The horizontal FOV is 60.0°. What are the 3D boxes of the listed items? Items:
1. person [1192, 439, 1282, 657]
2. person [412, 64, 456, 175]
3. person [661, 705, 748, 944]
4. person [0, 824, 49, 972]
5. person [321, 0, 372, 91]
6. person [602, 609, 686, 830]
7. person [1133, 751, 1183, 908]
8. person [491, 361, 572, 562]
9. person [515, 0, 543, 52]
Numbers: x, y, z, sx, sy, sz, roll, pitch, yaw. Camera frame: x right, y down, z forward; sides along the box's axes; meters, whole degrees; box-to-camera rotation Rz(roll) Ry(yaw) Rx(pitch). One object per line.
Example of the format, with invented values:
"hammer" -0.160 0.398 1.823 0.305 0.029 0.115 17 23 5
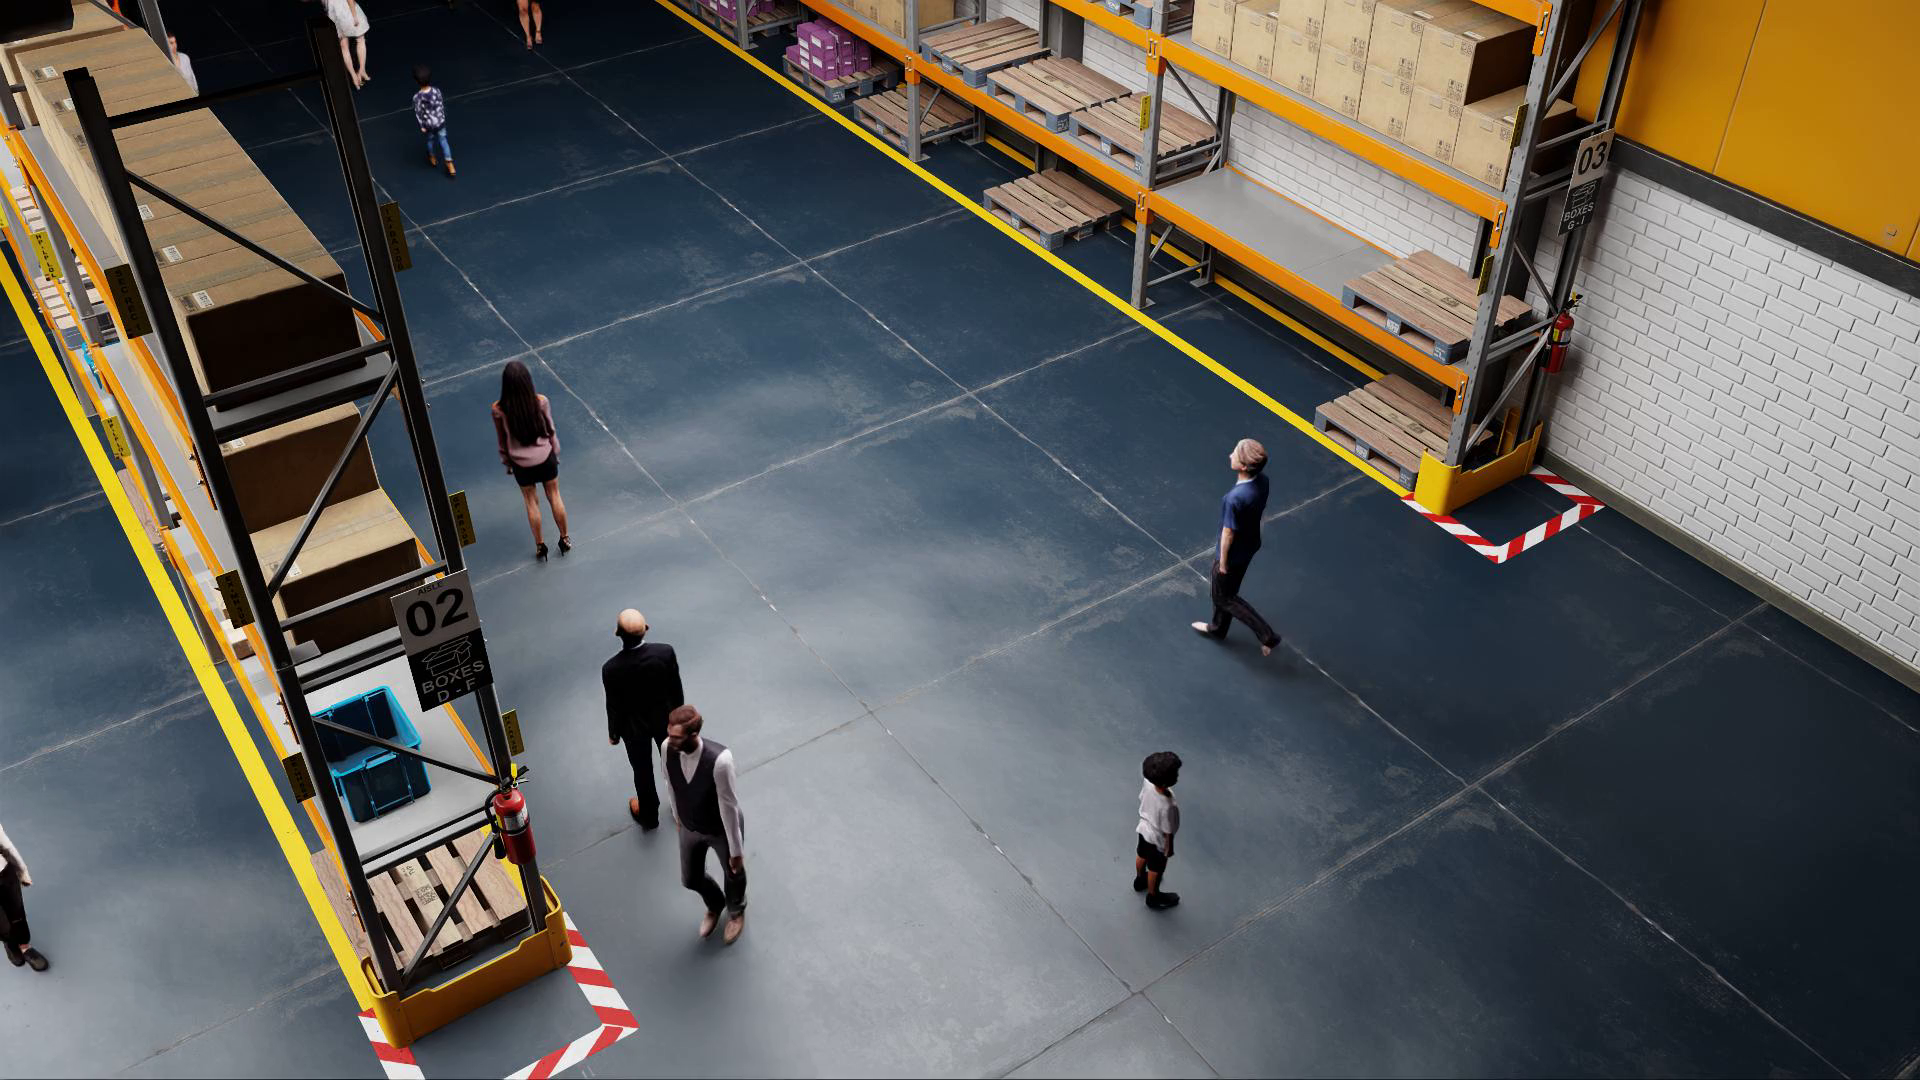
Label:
"person" 2.091 0.093 12.055 1.082 1.847 0.895 21 43 24
"person" -5.842 -4.658 18.502 0.528 1.226 0.858 -21 43 -24
"person" -1.476 1.645 10.054 0.808 1.920 0.894 9 40 12
"person" -5.833 2.021 9.940 0.635 1.474 0.624 28 46 30
"person" -7.507 -6.292 20.116 0.844 1.766 0.903 4 39 4
"person" -2.019 1.156 10.762 0.703 1.800 0.605 -19 42 -22
"person" 1.228 1.794 10.396 0.591 1.260 0.478 -15 41 -18
"person" -3.322 -0.602 12.955 0.666 1.811 0.621 -12 40 -14
"person" -5.528 -7.151 21.248 0.806 1.695 0.820 -7 39 -8
